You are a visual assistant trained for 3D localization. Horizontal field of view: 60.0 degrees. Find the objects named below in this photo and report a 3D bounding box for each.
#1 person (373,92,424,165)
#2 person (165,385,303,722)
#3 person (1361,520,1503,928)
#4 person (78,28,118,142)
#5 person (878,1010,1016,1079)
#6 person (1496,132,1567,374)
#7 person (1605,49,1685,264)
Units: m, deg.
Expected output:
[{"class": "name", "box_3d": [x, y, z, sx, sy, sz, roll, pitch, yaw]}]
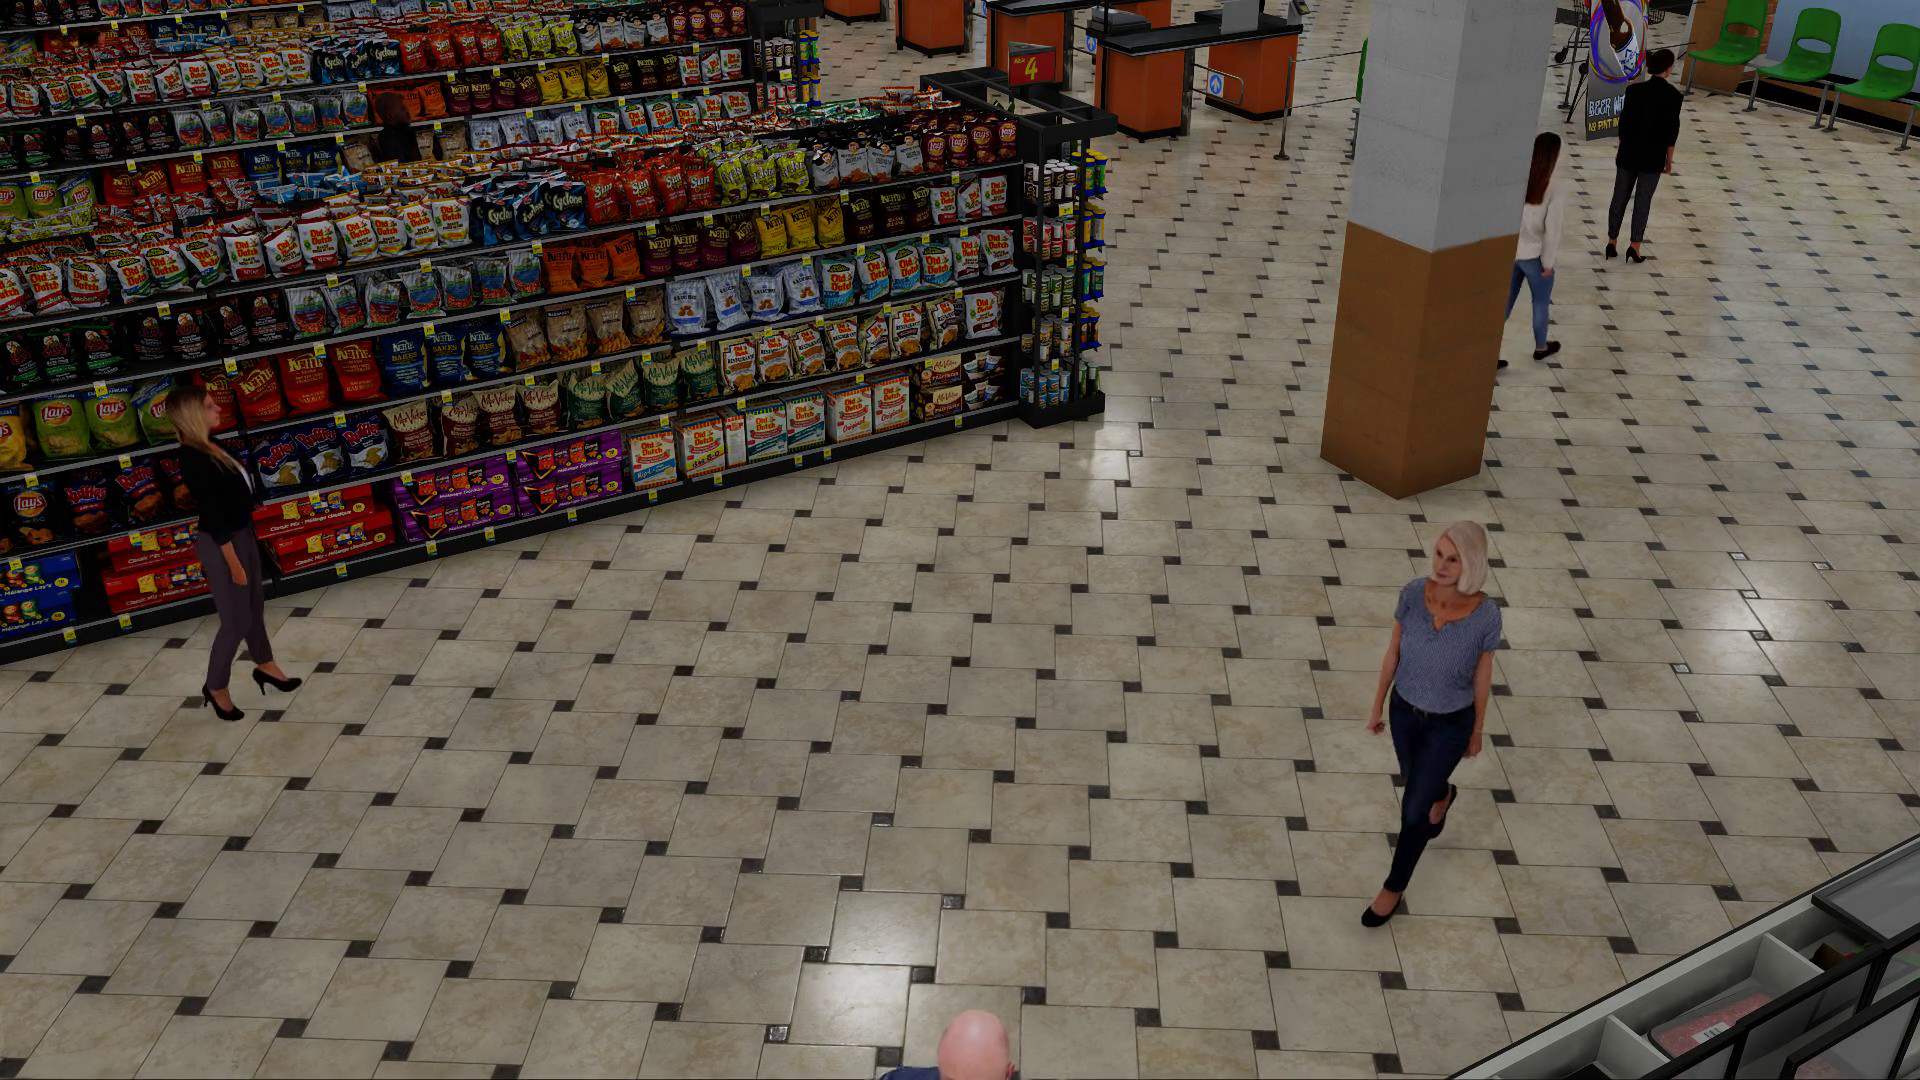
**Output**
[{"class": "person", "box_3d": [-3.959, -2.298, 11.907, 0.639, 1.825, 0.725, -11, 31, -20]}, {"class": "person", "box_3d": [-3.452, 0.069, 7.735, 0.721, 1.669, 0.670, -9, 30, -16]}, {"class": "person", "box_3d": [1.911, 0.665, 6.619, 0.824, 1.692, 1.159, 24, 37, 37]}, {"class": "person", "box_3d": [-7.191, -3.369, 13.933, 0.674, 1.765, 0.702, -8, 30, -15]}, {"class": "person", "box_3d": [0.008, 1.866, 4.325, 1.198, 1.783, 1.272, 8, 30, 14]}, {"class": "person", "box_3d": [3.821, -1.905, 11.358, 0.976, 1.662, 0.725, -21, 35, -33]}, {"class": "person", "box_3d": [5.534, -3.110, 13.507, 0.653, 1.718, 0.697, -25, 37, -38]}]
